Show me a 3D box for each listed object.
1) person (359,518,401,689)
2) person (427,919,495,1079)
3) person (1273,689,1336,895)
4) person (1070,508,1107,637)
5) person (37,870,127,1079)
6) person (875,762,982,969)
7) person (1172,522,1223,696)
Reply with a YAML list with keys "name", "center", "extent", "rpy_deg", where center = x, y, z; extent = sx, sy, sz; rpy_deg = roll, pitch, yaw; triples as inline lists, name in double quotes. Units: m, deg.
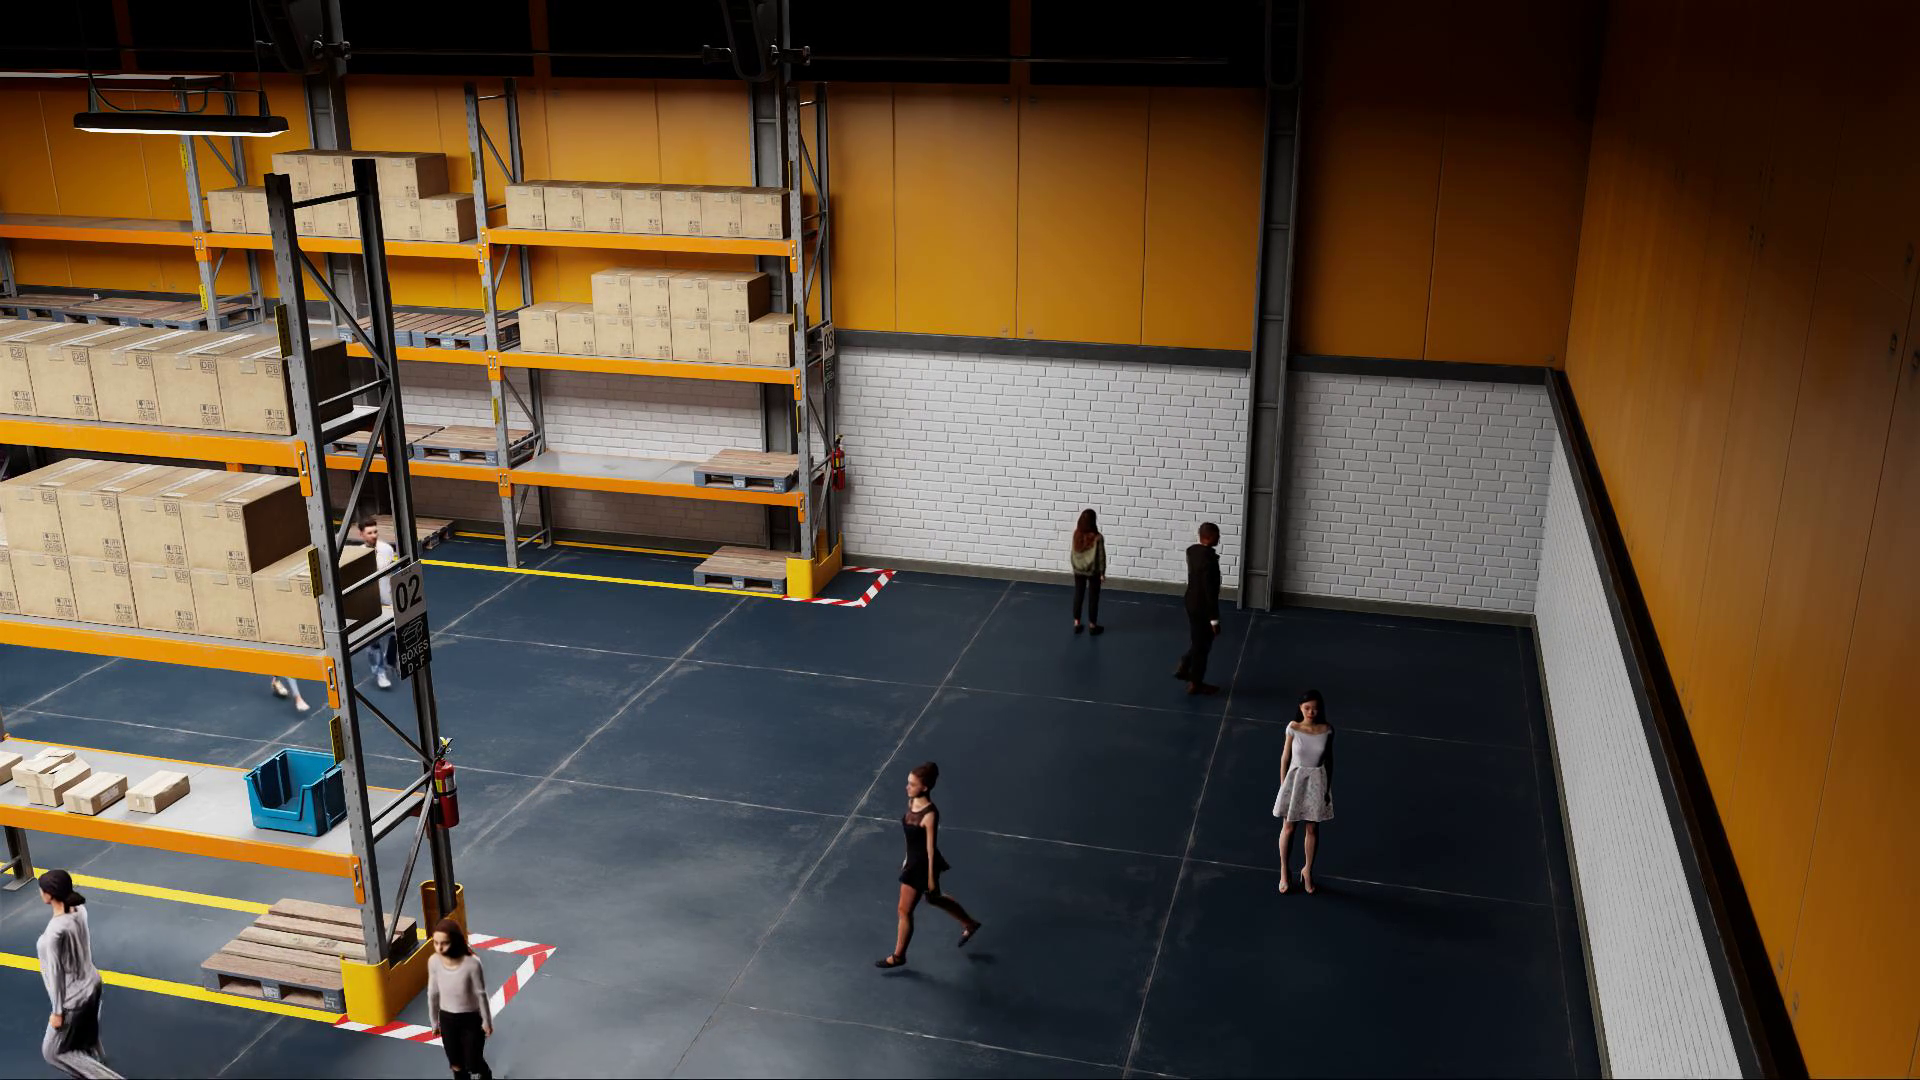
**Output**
- name: "person"
  center: [-6.175, 0.643, 17.489]
  extent: [0.833, 1.848, 0.881]
  rpy_deg: [-15, 24, -38]
- name: "person"
  center: [-3.216, 3.083, 10.829]
  extent: [0.631, 1.475, 0.676]
  rpy_deg: [2, 19, 6]
- name: "person"
  center: [2.792, 2.034, 13.473]
  extent: [0.640, 1.775, 0.761]
  rpy_deg: [1, 19, 3]
- name: "person"
  center: [1.453, 0.354, 18.937]
  extent: [0.530, 1.473, 0.691]
  rpy_deg: [11, 22, 30]
- name: "person"
  center: [-5.638, 2.950, 10.779]
  extent: [0.779, 1.759, 0.722]
  rpy_deg: [-1, 19, -4]
- name: "person"
  center: [-0.212, 2.433, 12.495]
  extent: [1.147, 1.644, 0.943]
  rpy_deg: [-5, 19, -16]
- name: "person"
  center: [2.416, 0.721, 17.190]
  extent: [0.889, 1.891, 0.872]
  rpy_deg: [-4, 19, -11]
